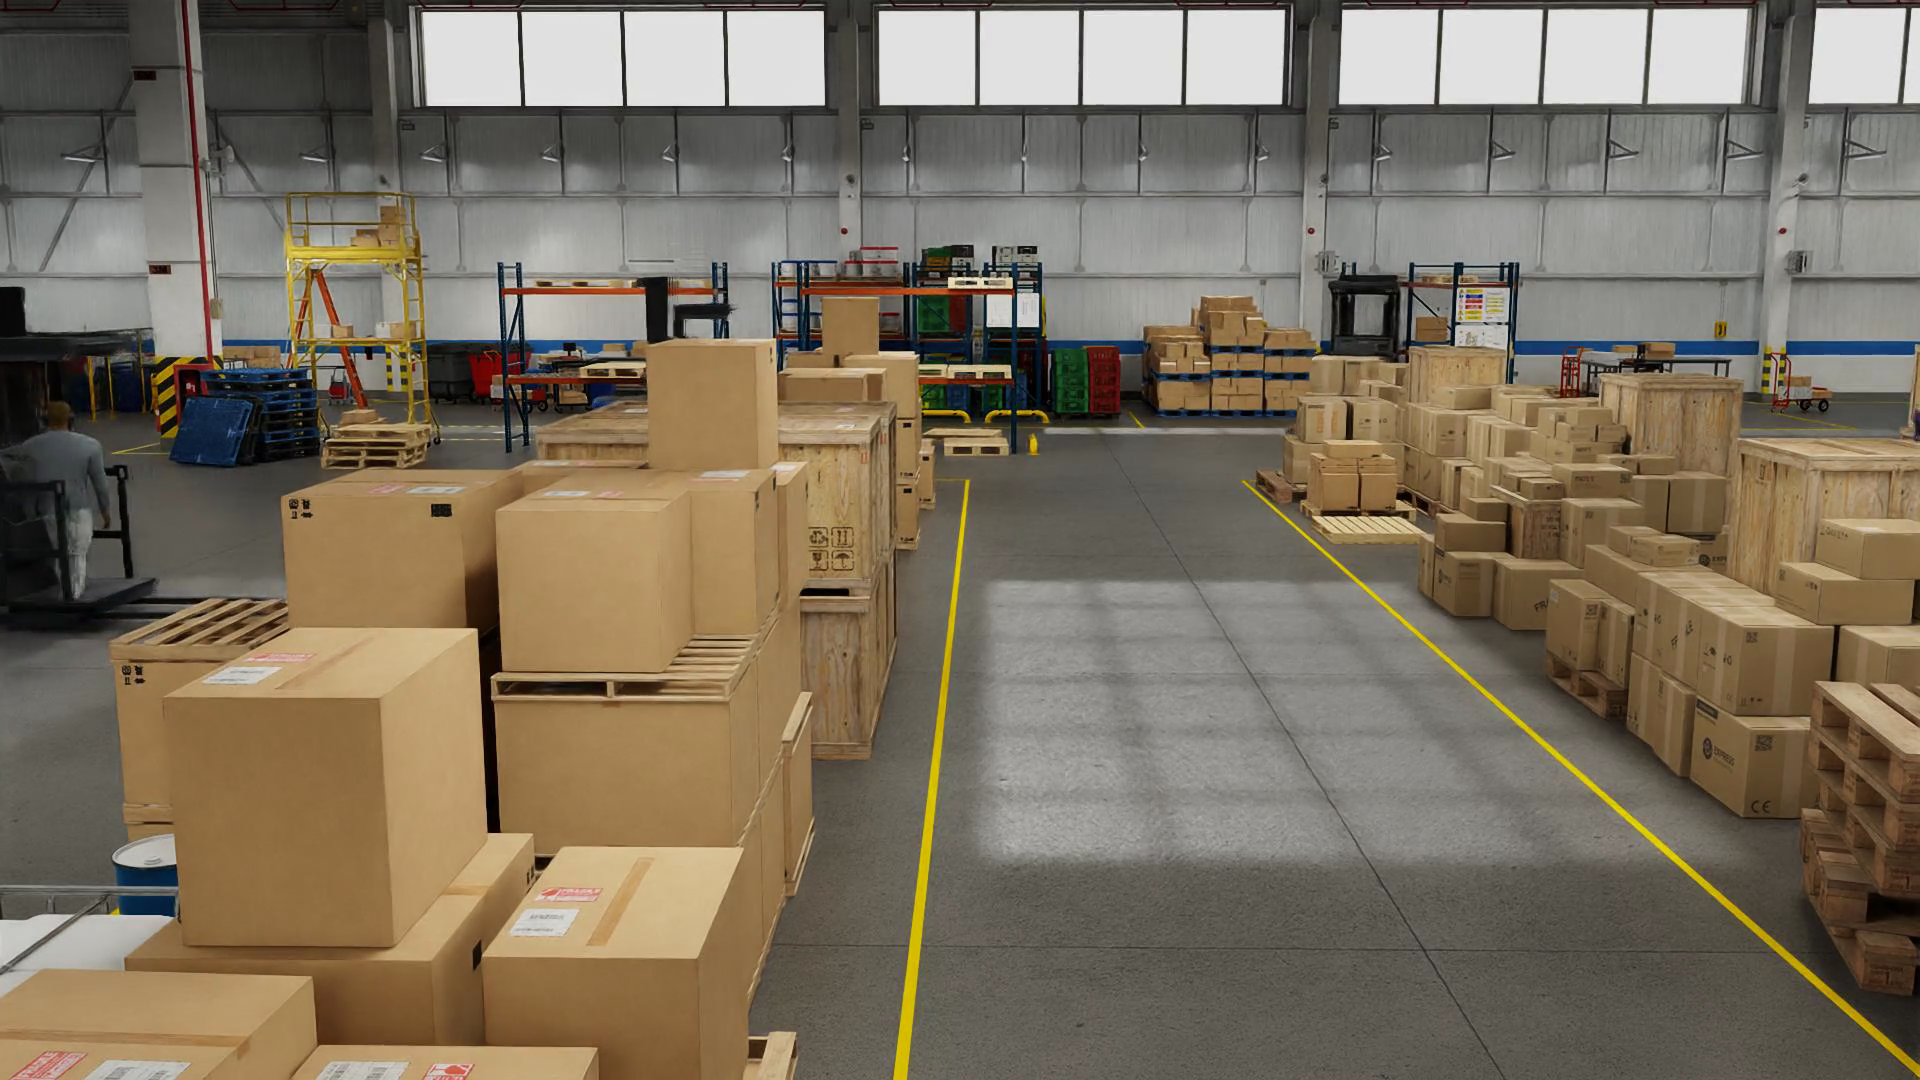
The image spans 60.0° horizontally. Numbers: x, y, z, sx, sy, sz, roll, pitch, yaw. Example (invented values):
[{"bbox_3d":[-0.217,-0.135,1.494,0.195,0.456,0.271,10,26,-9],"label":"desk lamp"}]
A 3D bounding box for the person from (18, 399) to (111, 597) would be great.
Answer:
[{"bbox_3d":[-7.540,-0.237,14.028,0.648,1.900,1.009,-3,10,-19],"label":"person"}]

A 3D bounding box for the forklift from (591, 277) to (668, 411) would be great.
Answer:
[{"bbox_3d":[-4.343,-2.371,23.838,1.873,2.768,1.129,-2,10,-10],"label":"forklift"}]

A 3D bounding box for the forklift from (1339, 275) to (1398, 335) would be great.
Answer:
[{"bbox_3d":[6.741,-3.007,27.646,1.129,2.768,1.873,3,10,19],"label":"forklift"}]

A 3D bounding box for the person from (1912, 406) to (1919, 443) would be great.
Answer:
[{"bbox_3d":[10.340,-0.829,17.675,0.589,1.869,1.026,-4,10,-22],"label":"person"}]

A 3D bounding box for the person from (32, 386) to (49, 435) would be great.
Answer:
[{"bbox_3d":[-10.790,-0.989,19.305,0.534,1.625,0.404,0,9,1],"label":"person"}]

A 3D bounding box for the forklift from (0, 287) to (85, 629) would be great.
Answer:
[{"bbox_3d":[-8.158,-0.722,13.961,1.873,2.768,1.129,0,9,1],"label":"forklift"}]
